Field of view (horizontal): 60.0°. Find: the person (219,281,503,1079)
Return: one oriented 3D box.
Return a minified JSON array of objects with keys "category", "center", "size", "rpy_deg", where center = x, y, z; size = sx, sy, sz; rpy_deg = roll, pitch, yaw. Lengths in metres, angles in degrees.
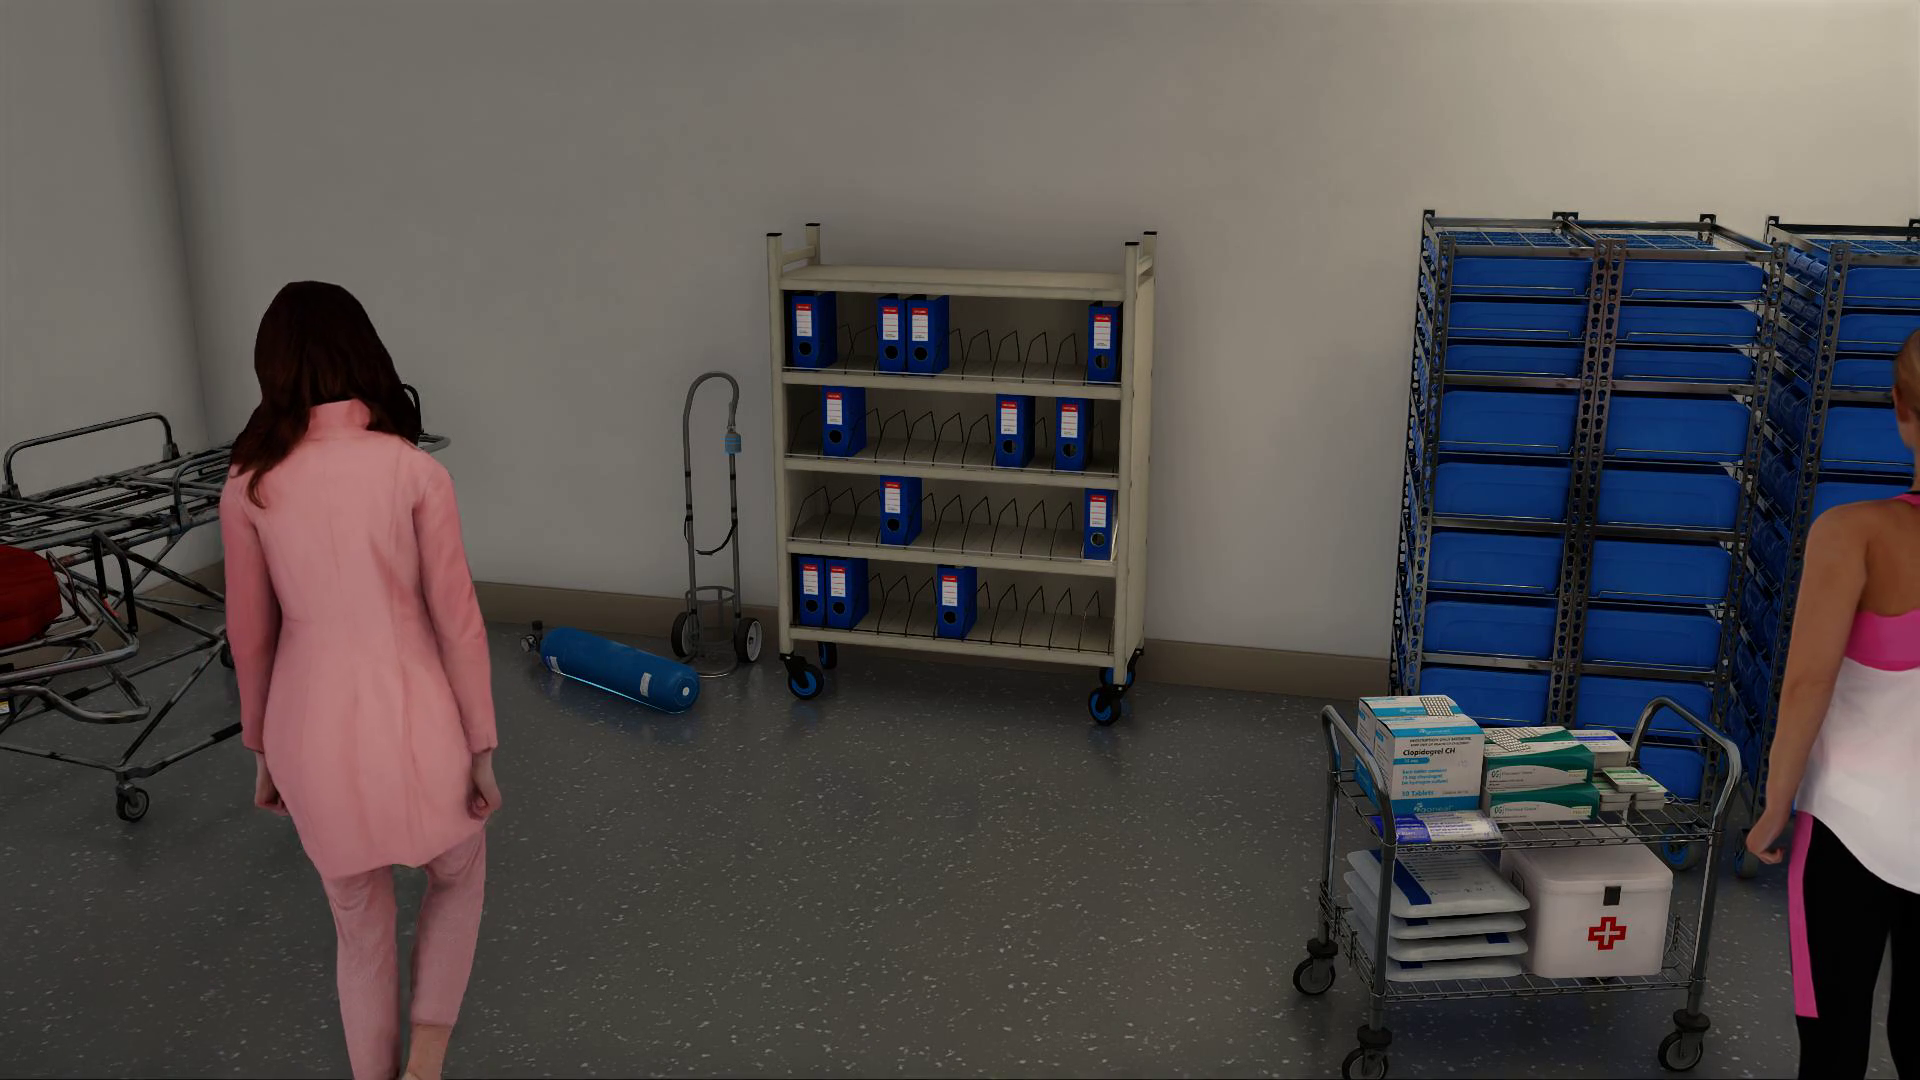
[{"category":"person","center":[-1.093,0.441,3.061],"size":[0.738,1.788,0.762],"rpy_deg":[-2,16,-7]}]

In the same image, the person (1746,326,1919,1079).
[{"category":"person","center":[1.585,0.515,2.806],"size":[0.650,1.785,0.594],"rpy_deg":[0,16,1]}]
